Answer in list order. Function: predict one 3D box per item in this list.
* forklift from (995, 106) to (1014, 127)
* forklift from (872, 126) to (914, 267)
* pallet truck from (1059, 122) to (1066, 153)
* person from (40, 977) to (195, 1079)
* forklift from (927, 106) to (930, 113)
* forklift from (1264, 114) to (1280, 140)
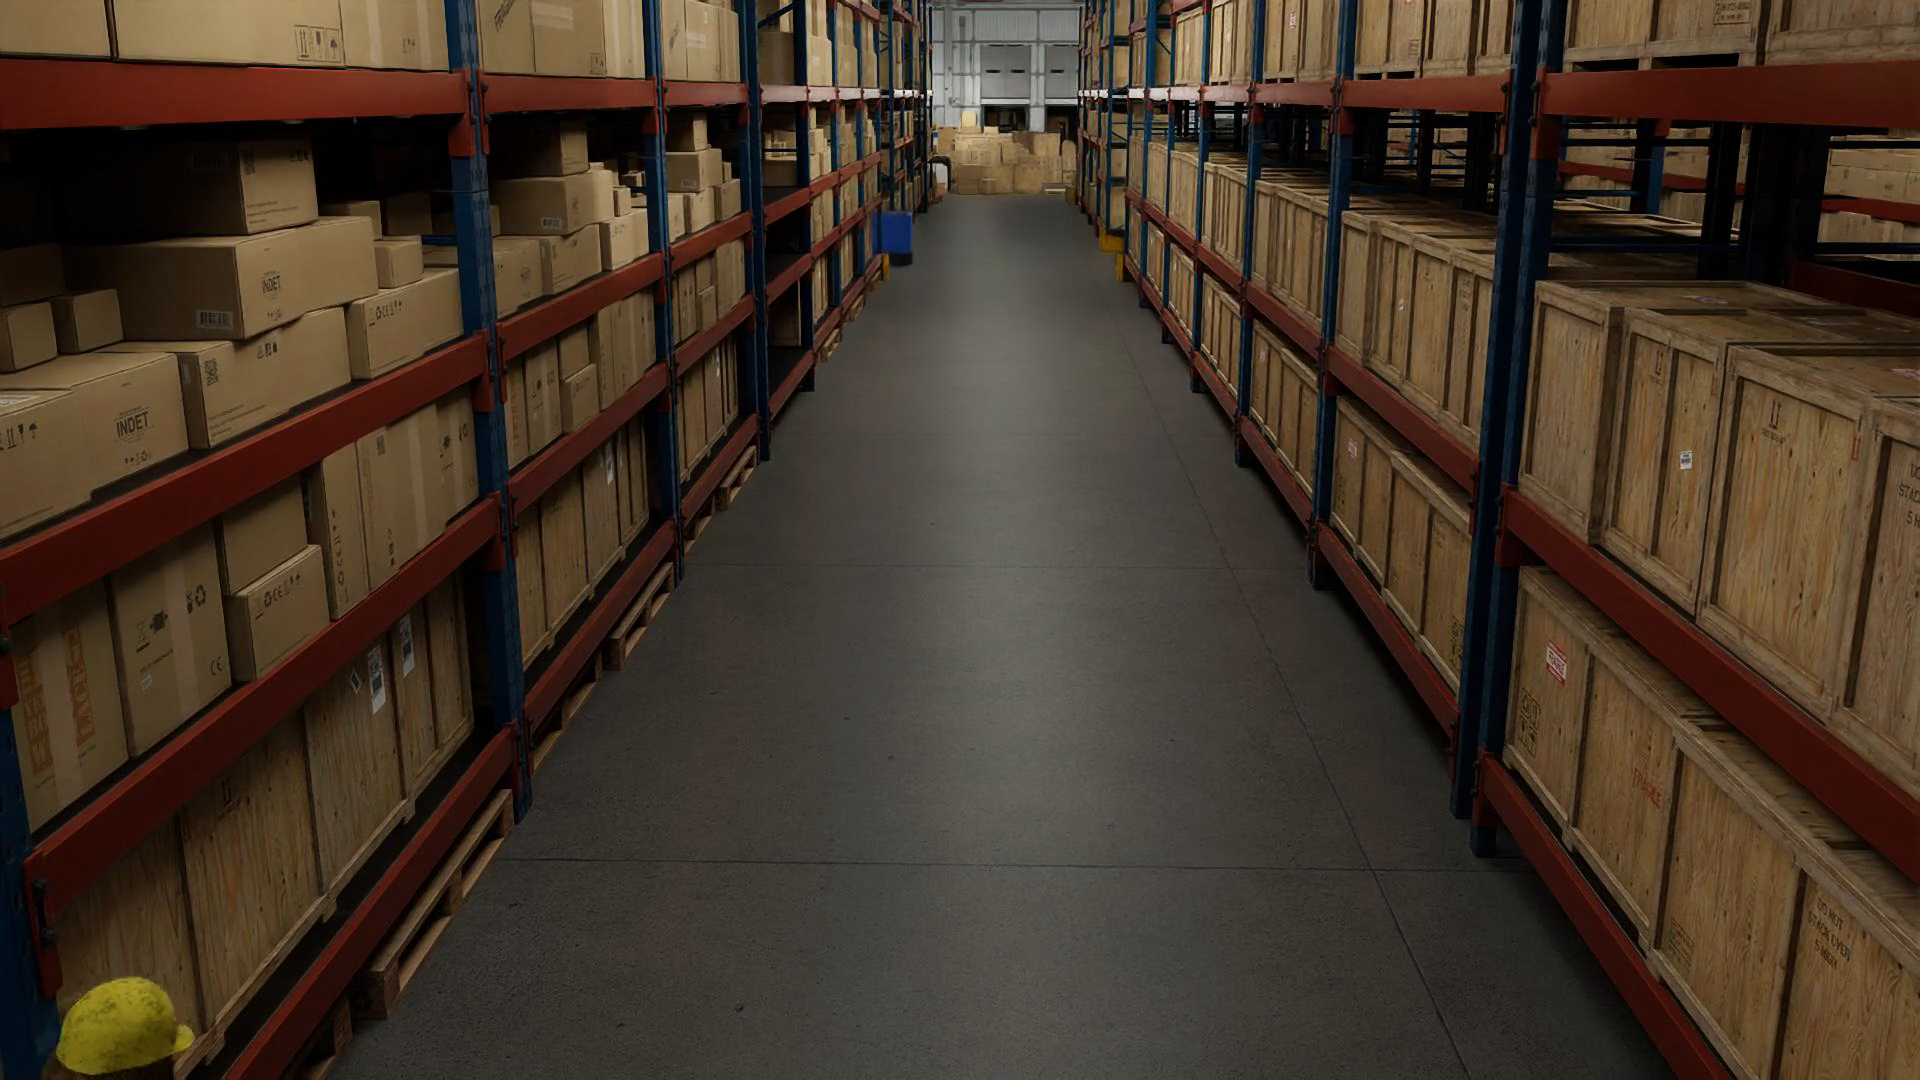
[{"bbox_3d":[2.219,-20.332,83.441,1.129,2.768,1.873,-7,17,-25],"label":"forklift"},{"bbox_3d":[-1.902,-7.021,33.915,1.873,2.768,1.129,0,15,2],"label":"forklift"},{"bbox_3d":[5.788,-21.111,88.014,1.885,1.965,0.823,5,16,18],"label":"pallet truck"},{"bbox_3d":[-1.821,1.747,3.504,0.494,1.711,0.762,12,19,38],"label":"person"},{"bbox_3d":[-2.001,-20.667,84.687,1.129,2.768,1.873,0,15,2],"label":"forklift"},{"bbox_3d":[11.026,-13.991,59.848,1.129,2.768,1.873,0,15,2],"label":"forklift"}]
